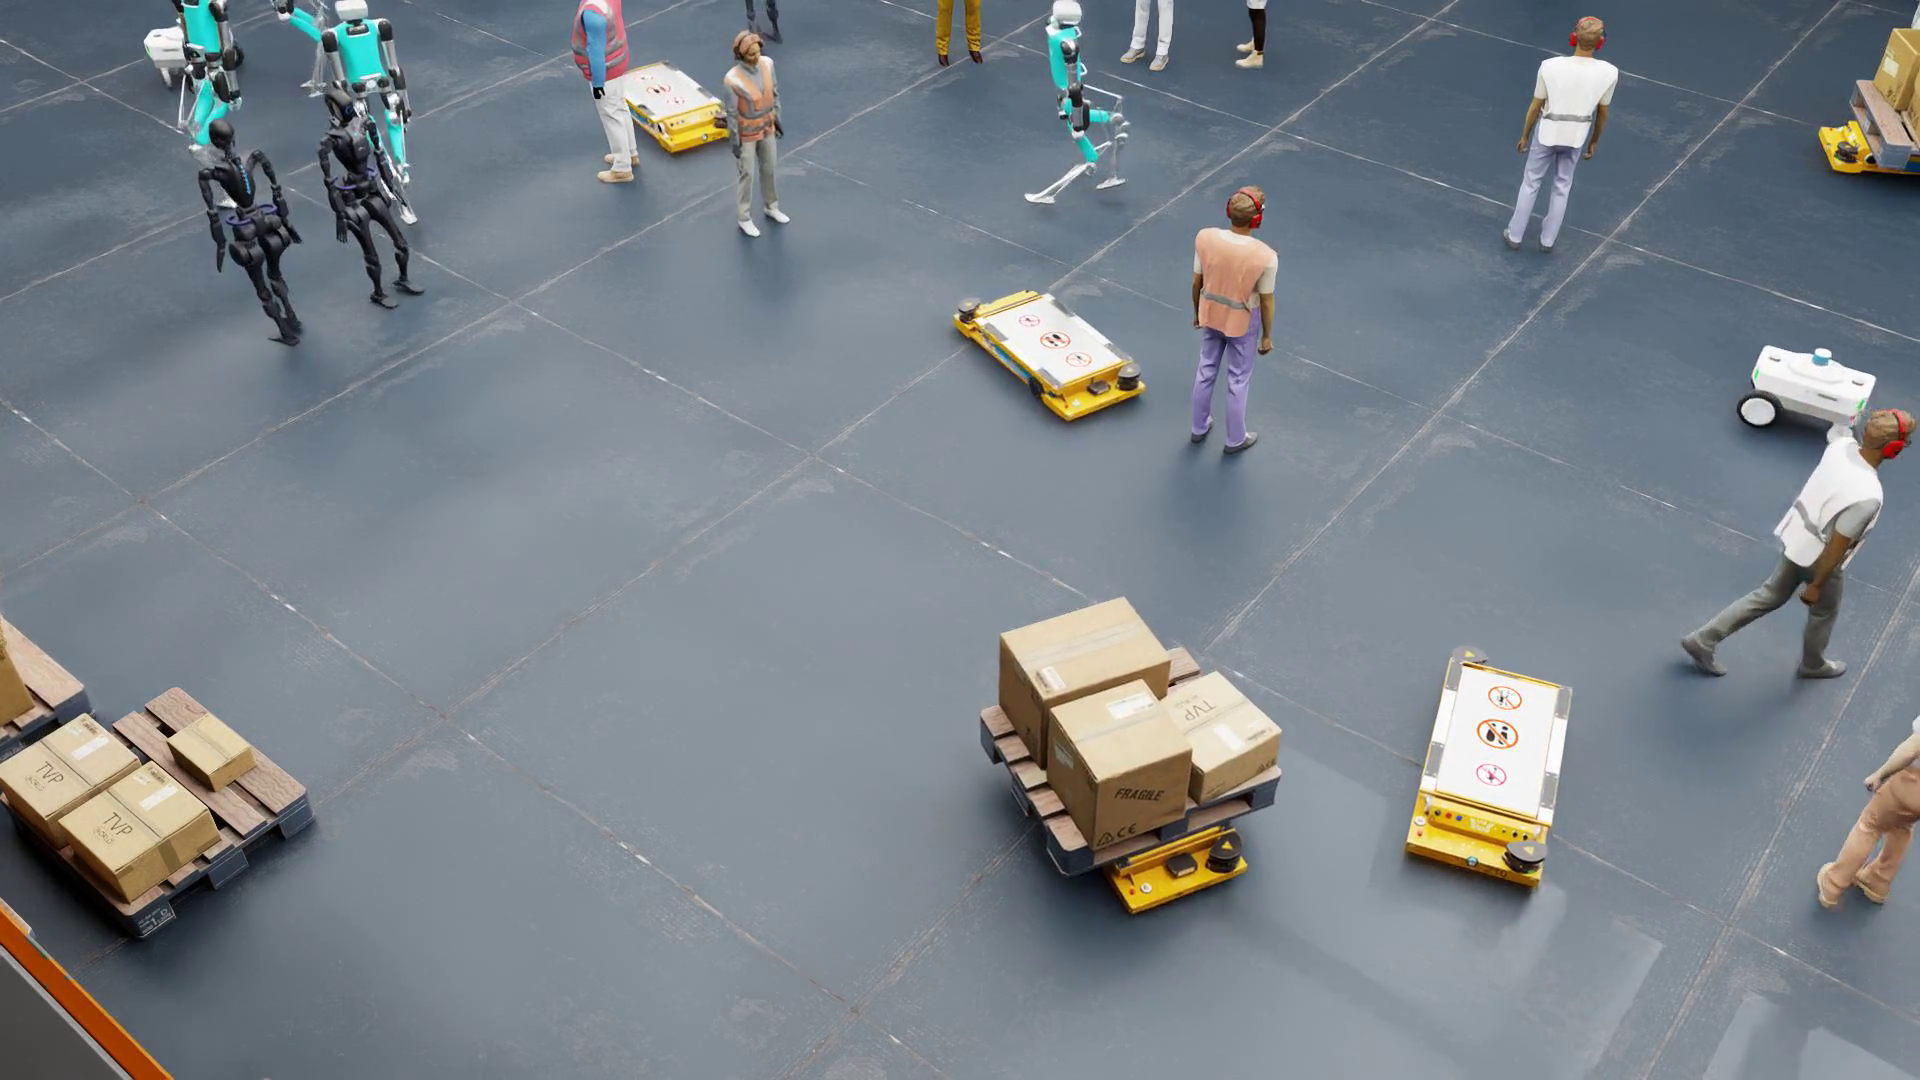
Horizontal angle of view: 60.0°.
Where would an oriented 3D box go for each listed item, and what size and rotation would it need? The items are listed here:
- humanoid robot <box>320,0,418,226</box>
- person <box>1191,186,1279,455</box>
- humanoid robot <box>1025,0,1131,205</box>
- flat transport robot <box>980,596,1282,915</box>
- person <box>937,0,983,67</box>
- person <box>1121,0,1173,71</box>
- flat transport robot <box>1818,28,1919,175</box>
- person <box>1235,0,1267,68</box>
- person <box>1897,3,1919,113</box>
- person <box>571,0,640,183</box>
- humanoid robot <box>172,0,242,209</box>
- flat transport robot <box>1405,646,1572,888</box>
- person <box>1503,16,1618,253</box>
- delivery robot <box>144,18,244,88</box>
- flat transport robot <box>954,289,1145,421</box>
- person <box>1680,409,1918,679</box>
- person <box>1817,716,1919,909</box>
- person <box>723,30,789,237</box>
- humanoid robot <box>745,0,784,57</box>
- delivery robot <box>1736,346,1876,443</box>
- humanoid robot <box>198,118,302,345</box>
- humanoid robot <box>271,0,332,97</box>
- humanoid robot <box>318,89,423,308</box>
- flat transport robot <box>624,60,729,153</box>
[{"bbox_3d":[-4.383,-3.170,12.697,0.540,1.733,1.037,-22,45,-24],"label":"humanoid robot"},{"bbox_3d":[1.695,-1.358,10.456,0.563,1.847,0.389,25,46,27],"label":"person"},{"bbox_3d":[1.056,-3.354,12.923,1.048,1.748,0.549,-9,41,-10],"label":"humanoid robot"},{"bbox_3d":[0.840,1.256,8.600,0.659,0.231,1.431,-16,43,-18],"label":"flat transport robot"},{"bbox_3d":[0.008,-5.145,14.994,0.526,1.750,0.342,-8,41,-9],"label":"person"},{"bbox_3d":[1.753,-5.172,14.917,0.573,1.883,0.356,24,46,25],"label":"person"},{"bbox_3d":[8.013,-3.243,13.893,1.431,0.231,0.659,7,41,8],"label":"flat transport robot"},{"bbox_3d":[2.677,-5.139,15.034,0.322,1.684,0.543,7,41,8],"label":"person"},{"bbox_3d":[8.149,-4.204,13.896,0.320,1.729,0.490,-11,42,-12],"label":"person"},{"bbox_3d":[-2.860,-3.772,13.315,0.431,1.835,0.628,0,40,0],"label":"person"},{"bbox_3d":[-5.984,-3.468,13.027,0.599,1.771,0.865,20,44,22],"label":"humanoid robot"},{"bbox_3d":[2.796,1.150,8.725,0.659,0.231,1.431,14,42,16],"label":"flat transport robot"},{"bbox_3d":[4.471,-2.979,12.379,0.571,1.830,0.414,4,41,5],"label":"person"},{"bbox_3d":[-6.922,-4.427,15.077,0.783,0.611,0.499,-3,40,-3],"label":"delivery robot"},{"bbox_3d":[0.610,-1.345,11.660,0.659,0.231,1.431,-22,45,-24],"label":"flat transport robot"},{"bbox_3d":[4.508,0.054,8.839,0.913,1.797,0.569,2,40,2],"label":"person"},{"bbox_3d":[4.461,1.109,7.661,0.496,1.706,0.376,-6,41,-7],"label":"person"},{"bbox_3d":[-1.569,-3.100,12.675,0.311,1.629,0.510,27,47,28],"label":"person"},{"bbox_3d":[-1.881,-5.256,15.189,0.599,1.644,0.435,-18,44,-20],"label":"humanoid robot"},{"bbox_3d":[5.615,-1.004,11.028,0.768,0.581,0.499,22,45,24],"label":"delivery robot"},{"bbox_3d":[-4.886,-2.115,11.488,0.320,1.650,0.616,28,48,29],"label":"humanoid robot"},{"bbox_3d":[-5.796,-4.768,14.544,0.678,1.767,0.550,-18,44,-20],"label":"humanoid robot"},{"bbox_3d":[-4.246,-2.428,11.839,0.320,1.648,0.608,20,44,22],"label":"humanoid robot"},{"bbox_3d":[-2.582,-3.821,14.573,0.659,0.231,1.431,-25,46,-26],"label":"flat transport robot"}]
